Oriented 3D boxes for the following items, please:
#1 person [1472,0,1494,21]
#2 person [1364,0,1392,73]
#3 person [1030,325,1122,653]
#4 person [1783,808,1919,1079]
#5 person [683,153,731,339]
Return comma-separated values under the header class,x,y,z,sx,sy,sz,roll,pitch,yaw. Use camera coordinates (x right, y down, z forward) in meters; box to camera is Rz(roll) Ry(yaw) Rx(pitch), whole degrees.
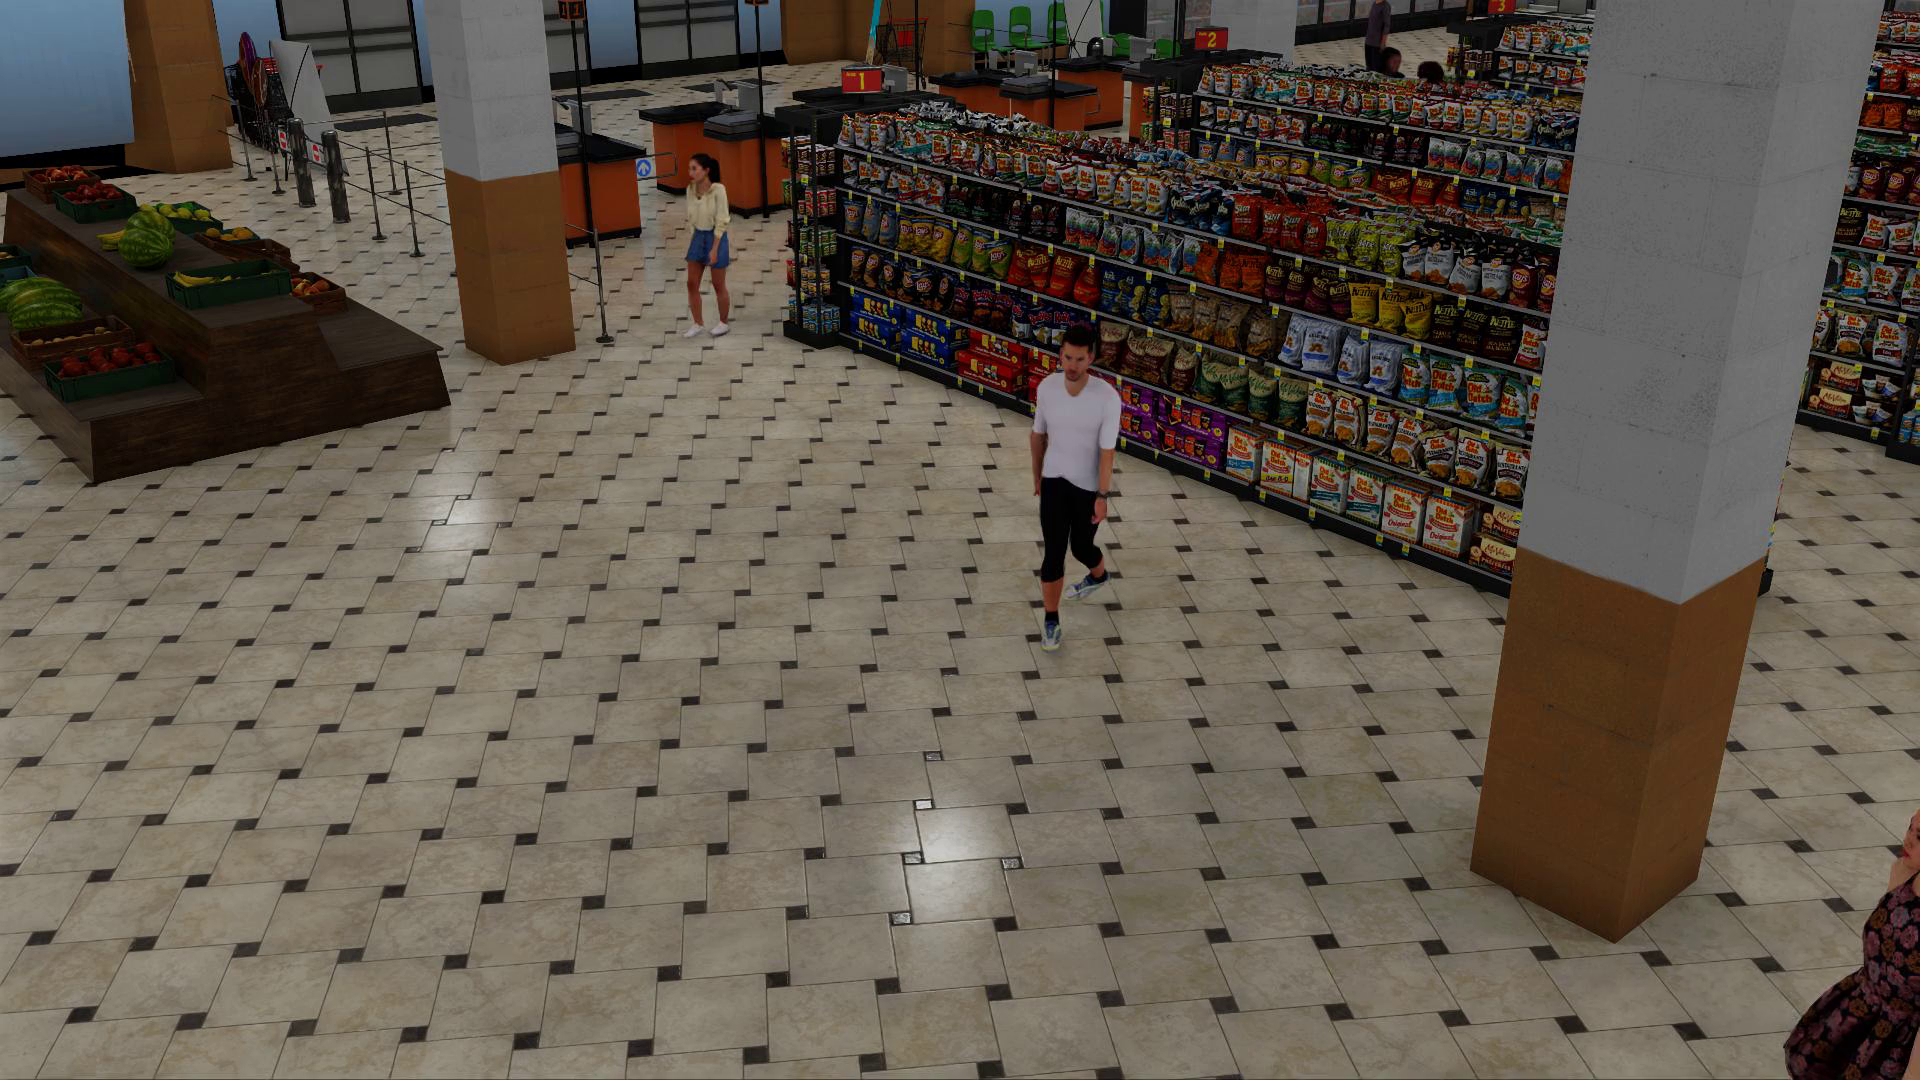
class,x,y,z,sx,sy,sz,roll,pitch,yaw
person,8.851,-8.686,28.292,0.676,1.786,0.540,-12,26,-25
person,6.628,-7.932,26.486,0.809,1.852,0.644,-6,24,-13
person,0.648,-0.327,9.159,1.113,1.809,1.072,11,26,23
person,2.851,1.530,4.971,0.862,1.765,0.801,-2,24,-5
person,-2.127,-2.573,14.540,0.797,1.610,0.840,12,26,26
